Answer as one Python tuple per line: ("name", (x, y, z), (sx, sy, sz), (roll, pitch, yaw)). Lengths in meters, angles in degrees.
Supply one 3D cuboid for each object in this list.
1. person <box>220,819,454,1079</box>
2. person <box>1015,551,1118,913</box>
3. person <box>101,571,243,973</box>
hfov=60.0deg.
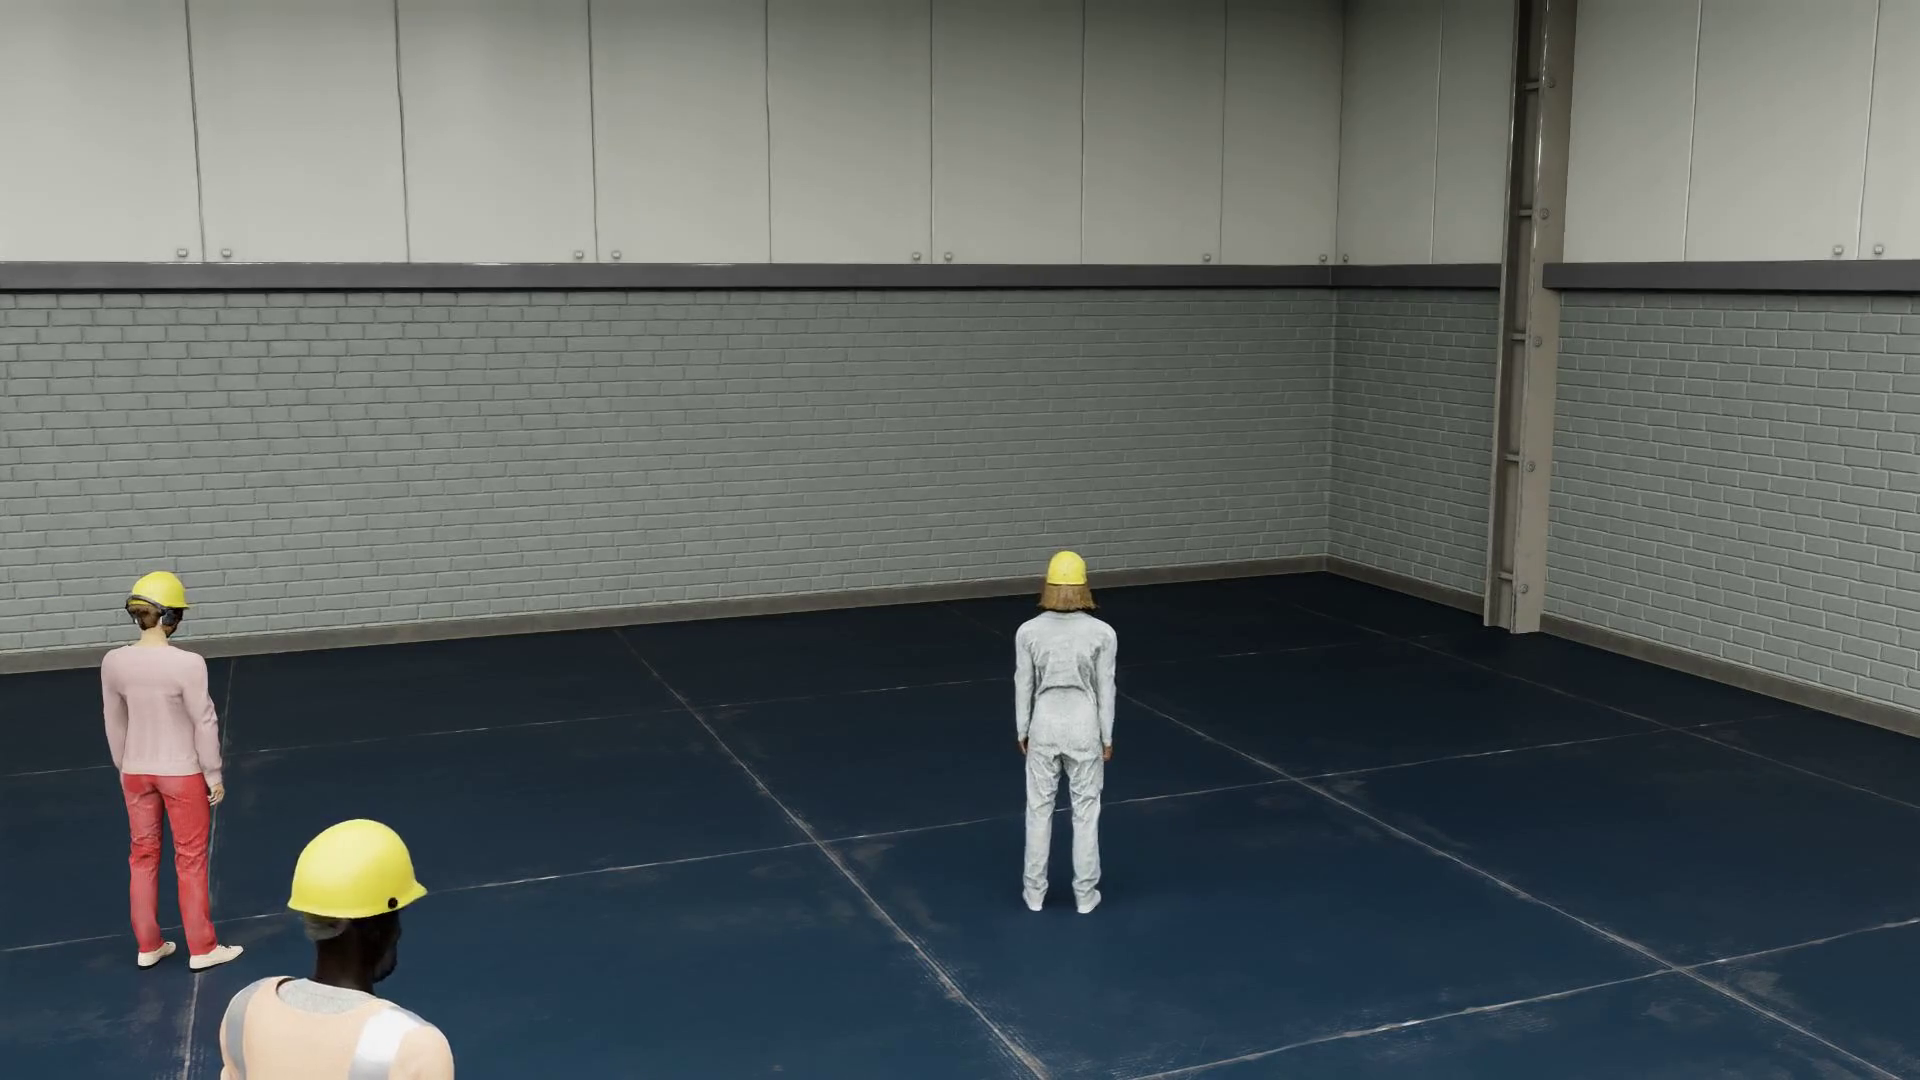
("person", (-1.245, 1.525, 3.497), (0.595, 1.924, 0.378), (4, 10, 24))
("person", (0.508, 0.915, 7.938), (0.487, 1.735, 0.329), (2, 9, 13))
("person", (-3.445, 1.012, 7.248), (0.522, 1.762, 0.320), (2, 9, 11))
